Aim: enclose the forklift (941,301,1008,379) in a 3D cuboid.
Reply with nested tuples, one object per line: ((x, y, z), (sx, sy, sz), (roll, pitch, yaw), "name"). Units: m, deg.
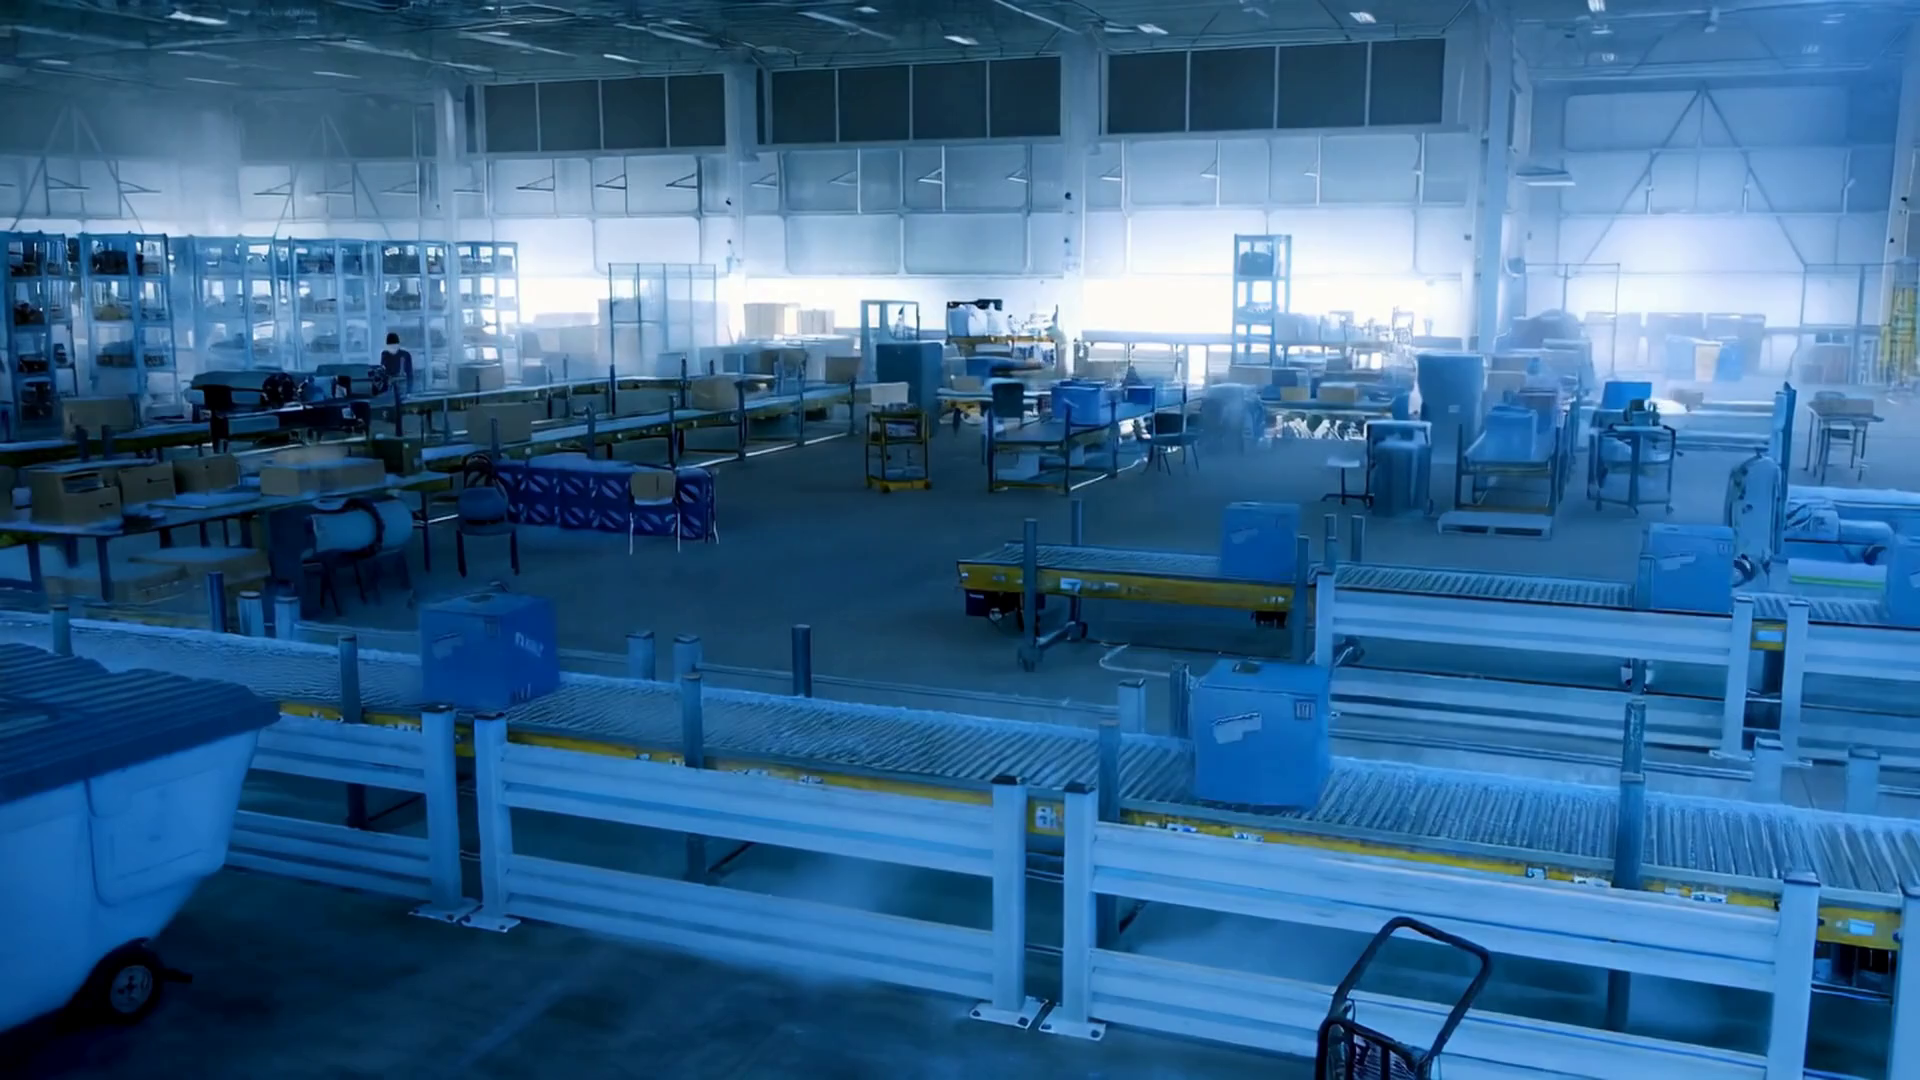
((0.365, -4.966, 41.571), (1.157, 1.987, 2.680), (3, 10, 20), "forklift")

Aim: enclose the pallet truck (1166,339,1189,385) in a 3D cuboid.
((5.418, -4.269, 40.420), (0.704, 1.261, 1.522), (3, 10, 20), "pallet truck")

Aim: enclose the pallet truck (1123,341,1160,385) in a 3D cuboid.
((4.445, -4.380, 41.279), (0.680, 1.201, 1.601), (4, 10, 22), "pallet truck")

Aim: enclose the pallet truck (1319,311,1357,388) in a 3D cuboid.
((9.071, -4.419, 39.190), (0.823, 1.965, 1.885), (5, 10, 26), "pallet truck")

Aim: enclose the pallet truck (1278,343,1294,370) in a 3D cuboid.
((7.886, -4.163, 39.743), (0.653, 1.274, 1.630), (4, 10, 22), "pallet truck")

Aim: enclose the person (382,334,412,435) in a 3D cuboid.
((-10.118, -2.789, 29.847), (0.618, 1.818, 0.420), (2, 10, 11), "person")

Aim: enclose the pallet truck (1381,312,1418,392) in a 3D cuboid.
((10.207, -4.283, 38.369), (0.823, 1.965, 1.885), (3, 10, 20), "pallet truck")

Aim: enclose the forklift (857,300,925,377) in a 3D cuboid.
((-1.732, -5.109, 42.468), (1.157, 1.987, 2.680), (4, 10, 22), "forklift")

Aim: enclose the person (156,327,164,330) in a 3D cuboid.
((-18.028, -4.059, 37.520), (0.574, 1.832, 0.398), (-7, 12, -37), "person")
